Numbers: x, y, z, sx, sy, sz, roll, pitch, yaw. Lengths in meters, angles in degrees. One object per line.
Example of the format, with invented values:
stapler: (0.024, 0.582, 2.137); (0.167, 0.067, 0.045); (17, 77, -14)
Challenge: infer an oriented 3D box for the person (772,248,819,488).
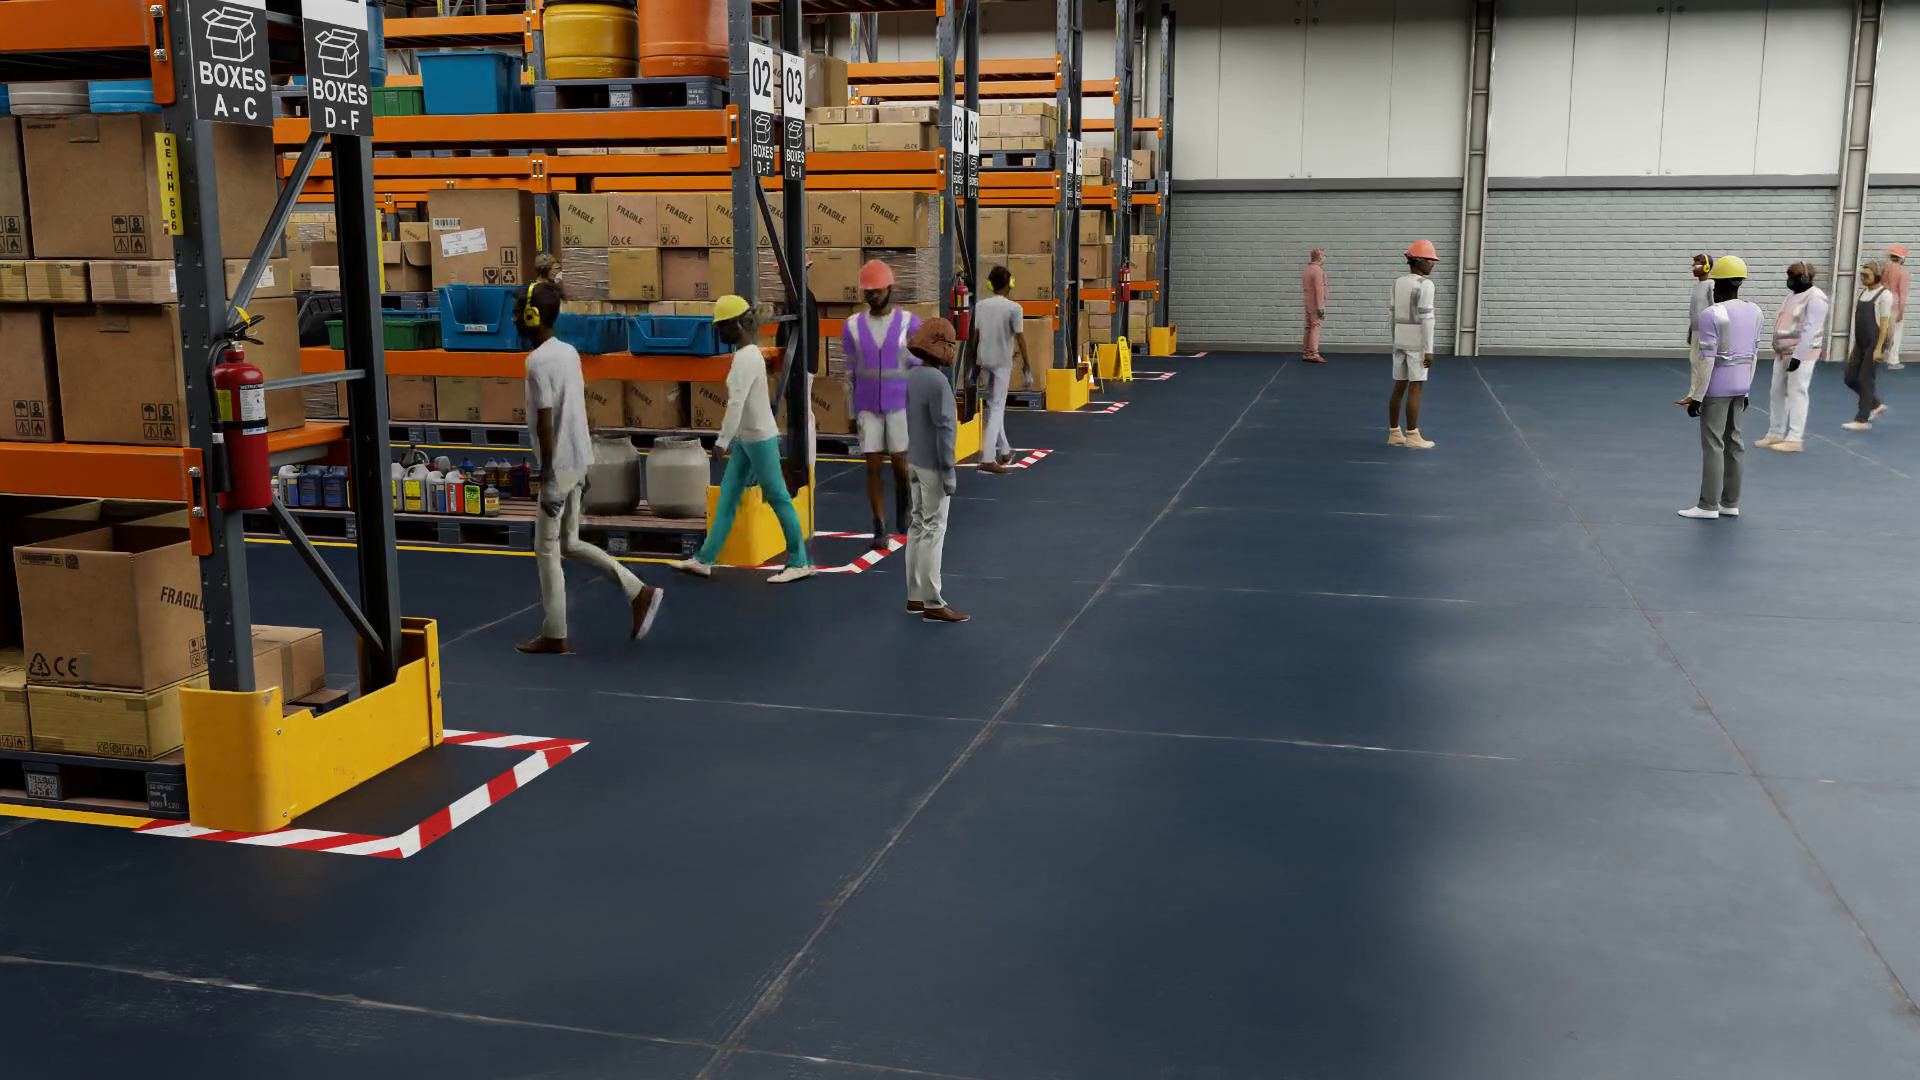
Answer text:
person: (-1.345, -1.417, 13.713); (0.381, 1.994, 0.622); (0, 10, 0)

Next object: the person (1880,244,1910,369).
person: (14.675, -3.678, 26.310); (0.767, 1.978, 0.620); (-4, 11, -19)

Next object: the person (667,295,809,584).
person: (-1.330, -0.582, 9.863); (0.905, 1.704, 0.543); (-2, 10, -12)

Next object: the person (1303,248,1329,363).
person: (5.976, -3.924, 27.871); (0.398, 1.902, 0.673); (-1, 10, -8)

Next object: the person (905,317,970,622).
person: (-0.143, -0.379, 8.964); (0.283, 1.633, 0.498); (-4, 11, -21)

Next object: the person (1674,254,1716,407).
person: (9.073, -2.560, 20.394); (0.330, 1.872, 0.512); (0, 10, -3)

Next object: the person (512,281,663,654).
person: (-1.873, -0.337, 8.147); (0.649, 1.852, 0.535); (2, 10, 9)

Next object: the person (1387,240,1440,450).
person: (4.450, -1.904, 16.289); (0.394, 2.040, 0.610); (-4, 11, -20)

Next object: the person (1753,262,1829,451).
person: (8.101, -1.771, 16.136); (0.442, 1.836, 0.643); (0, 10, -2)

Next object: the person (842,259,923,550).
person: (-0.497, -0.901, 11.065); (0.571, 1.920, 0.524); (1, 10, 6)

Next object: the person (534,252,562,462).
person: (-3.807, -1.672, 15.325); (0.370, 1.933, 0.627); (-2, 10, -10)

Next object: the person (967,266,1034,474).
person: (0.394, -1.517, 14.804); (0.607, 1.804, 0.884); (9, 13, 40)

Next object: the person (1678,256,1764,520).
person: (5.574, -1.106, 12.183); (0.588, 1.927, 0.370); (-5, 12, -28)

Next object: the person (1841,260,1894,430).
person: (9.808, -2.088, 17.905); (0.453, 1.832, 0.504); (-1, 10, -7)
